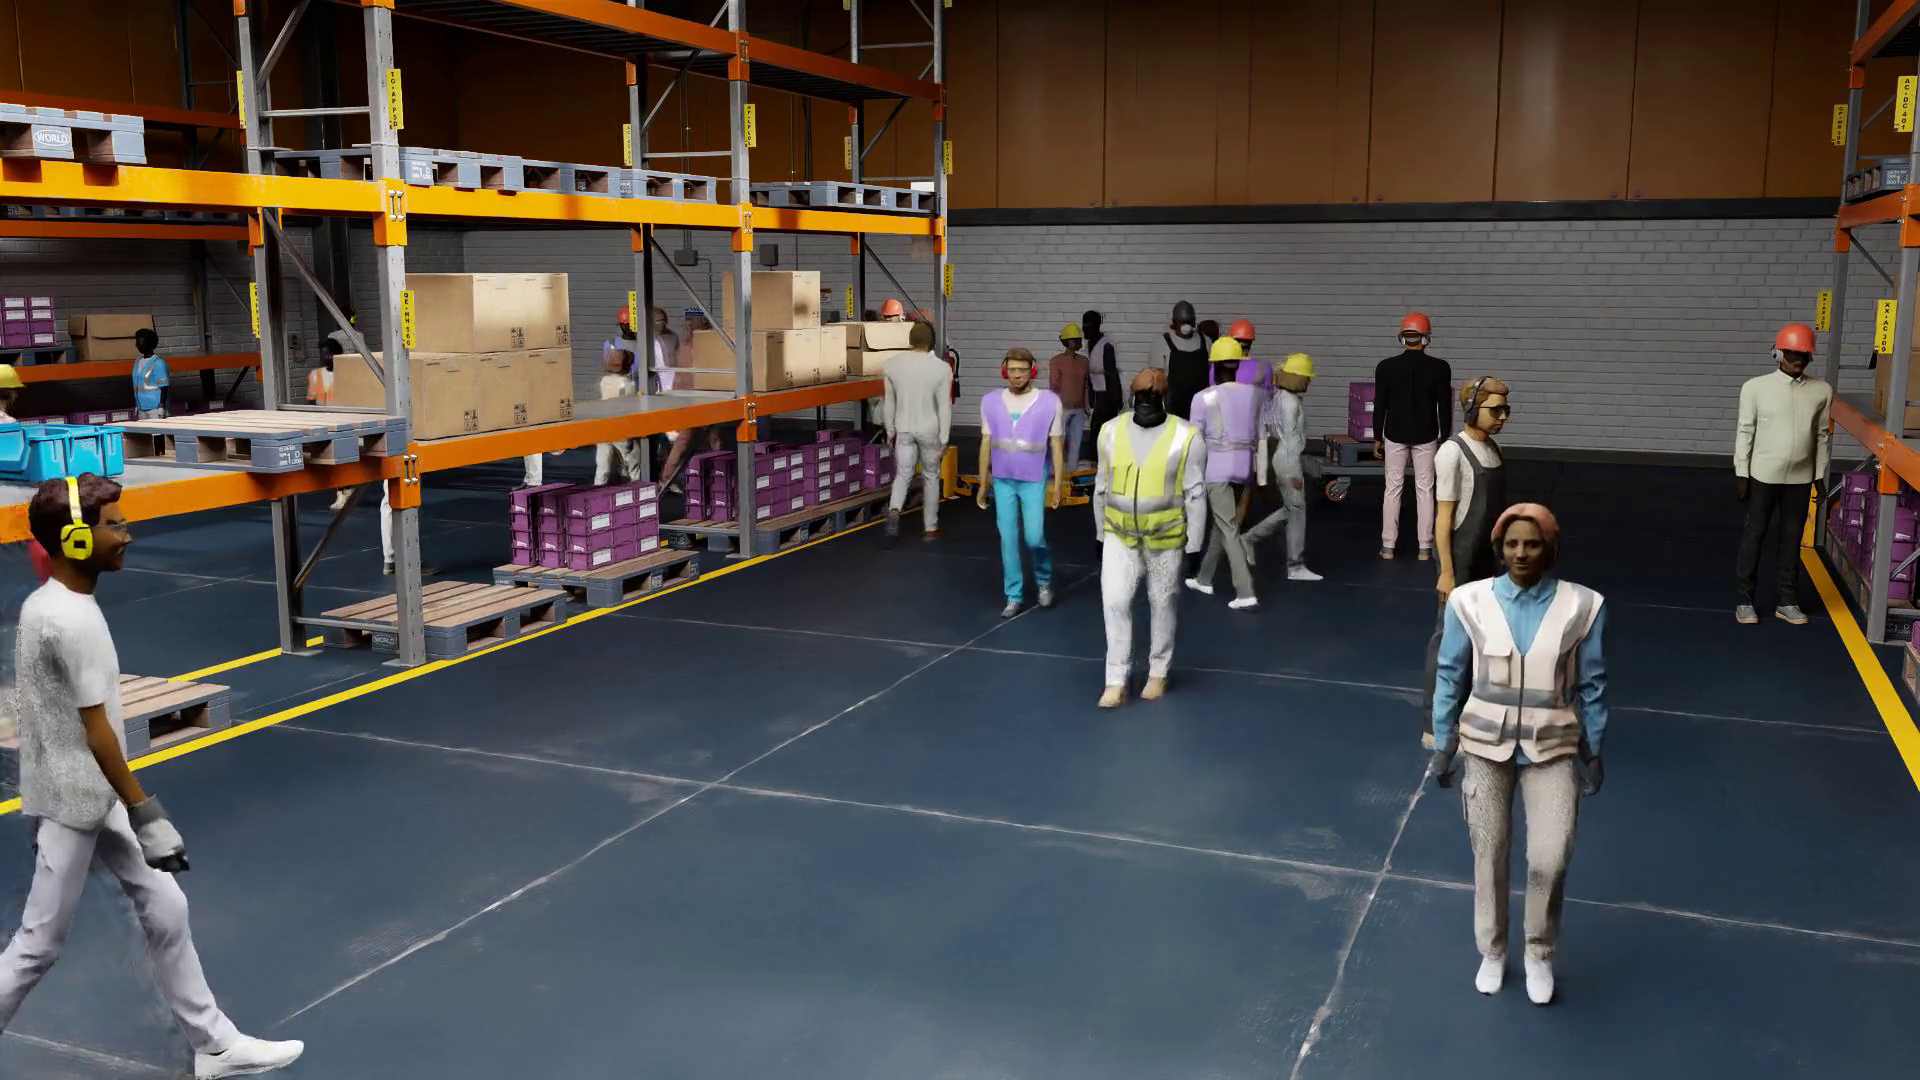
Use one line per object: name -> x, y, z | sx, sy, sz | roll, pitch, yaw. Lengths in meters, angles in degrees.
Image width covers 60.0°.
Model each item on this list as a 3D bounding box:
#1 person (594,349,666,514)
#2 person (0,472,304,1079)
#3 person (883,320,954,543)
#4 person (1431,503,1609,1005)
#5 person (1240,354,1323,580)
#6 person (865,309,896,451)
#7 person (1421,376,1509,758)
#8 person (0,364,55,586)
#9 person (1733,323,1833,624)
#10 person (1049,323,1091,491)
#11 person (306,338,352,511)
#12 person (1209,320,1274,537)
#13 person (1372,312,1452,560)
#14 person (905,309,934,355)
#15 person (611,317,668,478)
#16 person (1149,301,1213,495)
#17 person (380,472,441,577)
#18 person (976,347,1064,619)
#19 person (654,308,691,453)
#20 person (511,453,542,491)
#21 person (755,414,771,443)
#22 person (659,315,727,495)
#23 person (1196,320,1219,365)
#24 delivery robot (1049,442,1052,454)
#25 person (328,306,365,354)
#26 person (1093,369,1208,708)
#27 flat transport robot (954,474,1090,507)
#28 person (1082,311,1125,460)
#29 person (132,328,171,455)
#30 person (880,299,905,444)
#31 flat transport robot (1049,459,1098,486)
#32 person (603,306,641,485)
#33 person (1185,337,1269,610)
person -> -3.100, -0.948, 15.315 | 0.523, 1.596, 0.829 | 5, 11, 29
person -> -2.416, 0.725, 4.544 | 0.992, 1.823, 0.527 | -4, 10, -25
person -> -0.374, -0.903, 14.105 | 0.637, 1.915, 0.767 | 3, 10, 16
person -> 1.777, 0.687, 5.316 | 0.539, 1.629, 0.449 | 4, 10, 21
person -> 2.443, -0.548, 12.530 | 0.576, 1.718, 0.489 | 2, 10, 10
person -> -0.833, -1.542, 18.015 | 0.905, 1.910, 0.629 | -8, 12, -40
person -> 2.474, 0.122, 8.096 | 0.327, 1.842, 0.517 | 9, 13, 43
person -> -6.393, -0.316, 11.131 | 0.535, 1.720, 0.893 | 6, 11, 33
person -> 5.432, -0.432, 10.998 | 0.611, 1.996, 0.375 | 0, 9, 1
person -> 1.154, -1.373, 17.383 | 0.533, 1.772, 0.297 | -7, 12, -36
person -> -6.039, -1.099, 16.006 | 0.536, 1.681, 0.523 | 3, 10, 18
person -> 2.427, -0.942, 14.364 | 0.551, 1.898, 0.888 | 2, 10, 14
person -> 3.640, -0.829, 13.407 | 0.622, 1.992, 0.379 | 3, 10, 16
person -> -0.542, -1.755, 19.440 | 0.856, 1.848, 0.593 | -3, 10, -18
person -> -3.605, -1.649, 18.724 | 0.663, 1.876, 1.053 | 5, 11, 28
person -> 2.310, -1.446, 17.007 | 0.702, 2.000, 0.628 | -2, 10, -12
person -> -4.254, -0.654, 12.675 | 0.584, 1.882, 0.337 | 8, 12, 40
person -> 0.404, -0.387, 11.212 | 0.577, 1.829, 0.430 | 3, 10, 19
person -> -3.762, -1.991, 20.907 | 1.016, 1.843, 0.626 | 7, 12, 37
person -> -4.513, -1.385, 17.261 | 0.403, 1.834, 0.588 | -3, 10, -19
person -> -2.558, -2.020, 20.884 | 0.399, 1.909, 0.642 | -2, 10, -11
person -> -2.722, -1.389, 17.219 | 0.970, 1.865, 0.654 | -8, 12, -39
person -> 2.805, -1.464, 17.902 | 0.715, 1.804, 0.654 | 4, 10, 22
delivery robot -> 0.688, -0.973, 18.348 | 0.707, 0.478, 0.477 | 2, 10, 13
person -> -7.619, -1.983, 20.799 | 0.516, 1.865, 0.329 | 1, 9, 4
person -> 0.983, 0.005, 8.878 | 0.650, 1.813, 0.791 | 4, 10, 21
flat transport robot -> 0.604, -0.516, 16.719 | 0.652, 0.197, 1.431 | -6, 11, -34
person -> 1.612, -1.679, 19.027 | 0.852, 1.855, 0.618 | -2, 10, -14
person -> -8.738, -1.435, 17.978 | 0.535, 1.697, 0.318 | 6, 11, 31
person -> -0.745, -1.669, 18.494 | 0.610, 1.996, 0.379 | 3, 10, 20
flat transport robot -> 1.176, -0.693, 17.794 | 0.652, 0.197, 1.431 | 8, 12, 41
person -> -3.573, -1.560, 18.002 | 0.542, 1.939, 0.368 | -4, 10, -21
person -> 1.847, -0.473, 11.611 | 0.604, 1.877, 0.984 | -4, 10, -25
